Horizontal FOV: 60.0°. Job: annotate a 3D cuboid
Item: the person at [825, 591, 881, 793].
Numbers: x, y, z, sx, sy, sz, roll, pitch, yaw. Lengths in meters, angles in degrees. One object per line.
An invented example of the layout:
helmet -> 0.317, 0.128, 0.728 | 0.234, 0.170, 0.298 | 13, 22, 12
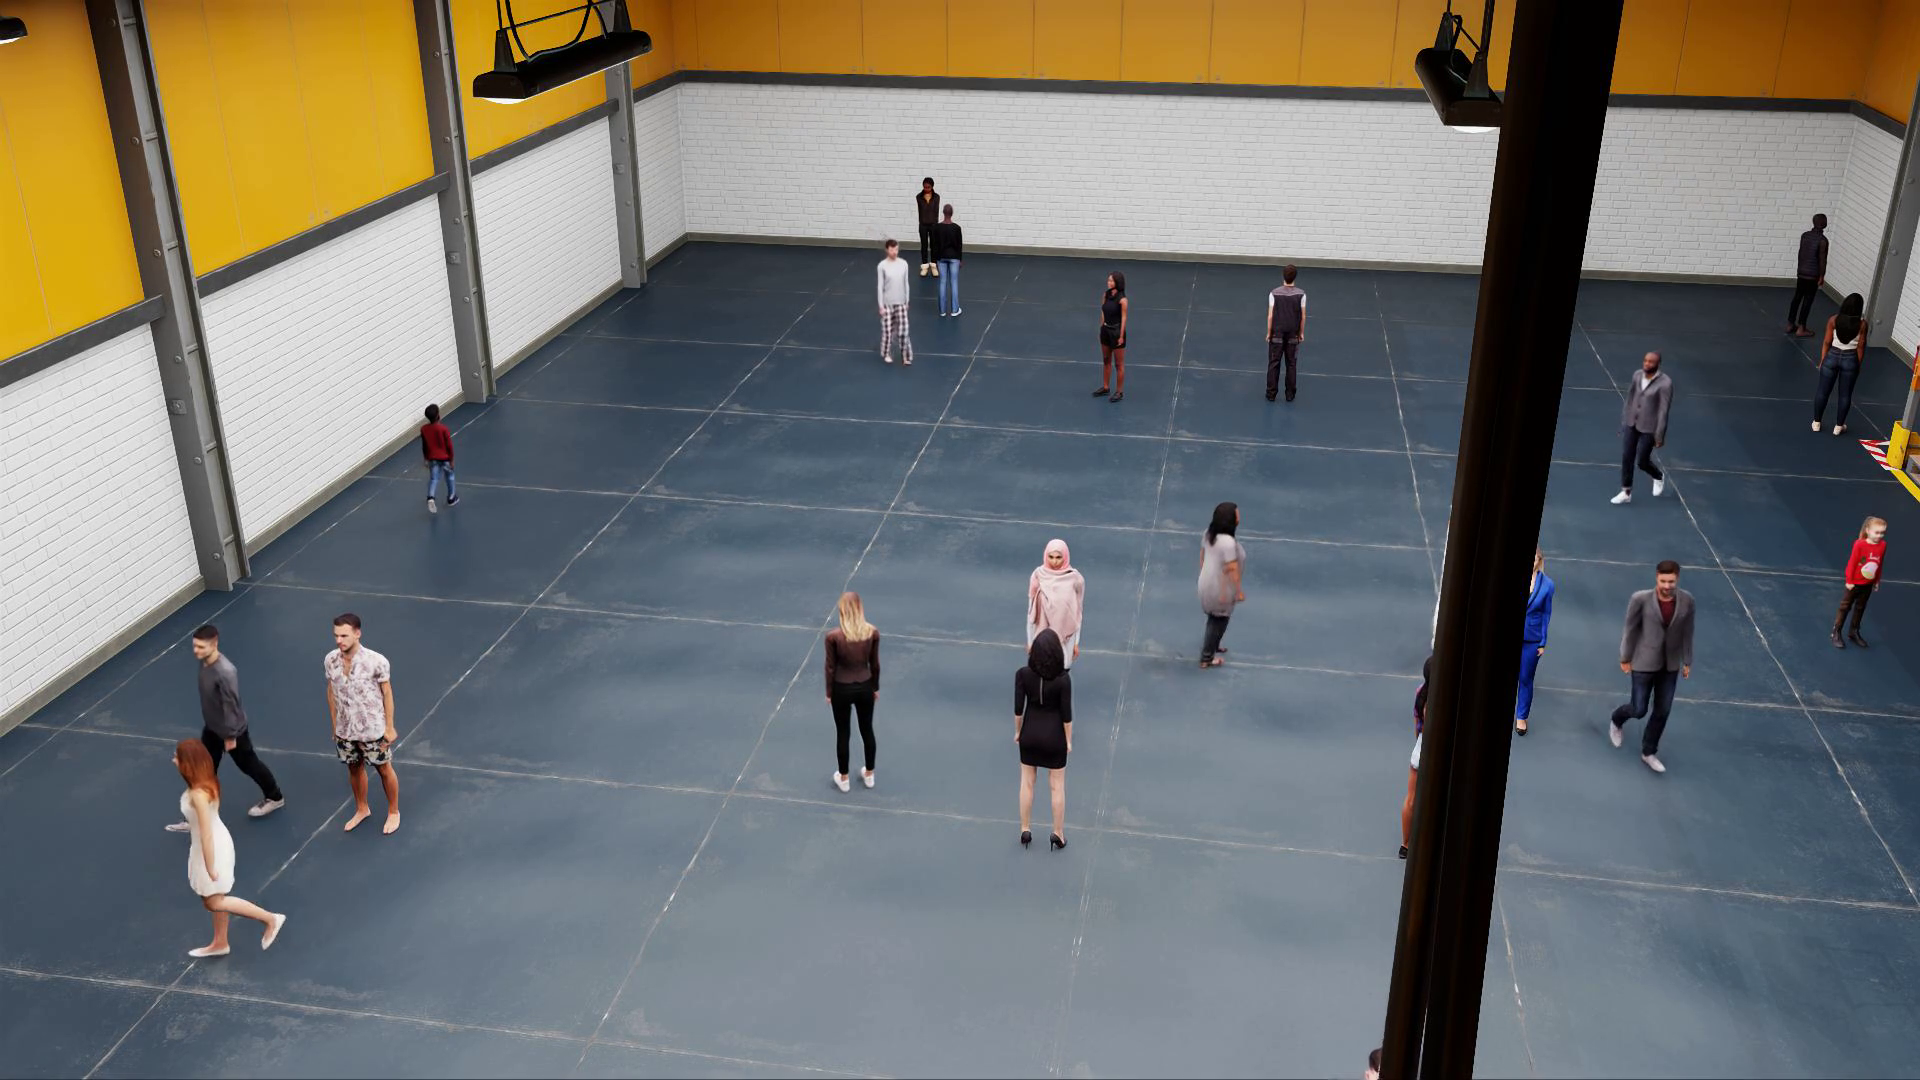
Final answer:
person -> -0.849, 1.208, 13.241 | 0.675, 1.701, 0.684 | -9, 25, -19

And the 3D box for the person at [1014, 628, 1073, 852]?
person -> 0.615, 1.507, 12.426 | 0.617, 1.806, 0.539 | 8, 25, 17

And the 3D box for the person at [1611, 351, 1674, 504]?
person -> 7.783, -1.276, 18.796 | 1.070, 1.804, 1.026 | -12, 26, -26

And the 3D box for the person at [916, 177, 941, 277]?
person -> -0.538, -5.357, 28.311 | 0.621, 1.661, 0.678 | 0, 24, 1

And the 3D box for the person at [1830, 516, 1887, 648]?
person -> 8.481, 0.383, 15.653 | 0.553, 1.282, 0.578 | -3, 24, -7

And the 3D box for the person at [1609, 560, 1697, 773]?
person -> 5.639, 0.976, 13.583 | 0.821, 1.853, 0.912 | -2, 24, -4

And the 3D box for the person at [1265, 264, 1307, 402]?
person -> 4.327, -2.754, 22.121 | 0.659, 1.849, 0.581 | 2, 24, 5

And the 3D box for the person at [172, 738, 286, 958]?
person -> -4.979, 2.086, 11.235 | 0.894, 1.700, 0.934 | -7, 25, -16

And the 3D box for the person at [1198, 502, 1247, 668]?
person -> 2.297, 0.427, 15.166 | 0.802, 1.592, 0.721 | -6, 24, -14

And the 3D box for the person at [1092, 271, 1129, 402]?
person -> 2.053, -2.728, 22.199 | 0.732, 1.740, 0.681 | -17, 29, -34

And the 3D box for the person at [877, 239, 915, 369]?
person -> -0.985, -3.362, 23.559 | 0.991, 1.811, 1.212 | -8, 25, -18

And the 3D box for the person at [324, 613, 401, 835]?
person -> -4.564, 1.378, 12.710 | 0.660, 1.816, 0.546 | 4, 24, 8

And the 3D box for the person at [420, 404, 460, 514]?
person -> -5.860, -0.908, 18.657 | 0.549, 1.241, 0.809 | 2, 24, 4

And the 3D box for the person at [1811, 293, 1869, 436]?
person -> 11.111, -2.229, 20.969 | 0.733, 1.810, 0.745 | 16, 28, 32

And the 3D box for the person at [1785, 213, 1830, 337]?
person -> 12.751, -3.994, 24.975 | 0.829, 1.836, 0.674 | -6, 24, -13

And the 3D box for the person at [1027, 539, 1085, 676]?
person -> 0.782, 0.836, 13.965 | 0.660, 1.804, 0.636 | 1, 24, 2

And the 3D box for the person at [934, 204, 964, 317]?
person -> -0.181, -4.375, 25.954 | 0.590, 1.750, 0.525 | 3, 24, 7

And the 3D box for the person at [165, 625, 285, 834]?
person -> -5.531, 1.423, 12.732 | 1.009, 1.714, 1.213 | 20, 31, 38
